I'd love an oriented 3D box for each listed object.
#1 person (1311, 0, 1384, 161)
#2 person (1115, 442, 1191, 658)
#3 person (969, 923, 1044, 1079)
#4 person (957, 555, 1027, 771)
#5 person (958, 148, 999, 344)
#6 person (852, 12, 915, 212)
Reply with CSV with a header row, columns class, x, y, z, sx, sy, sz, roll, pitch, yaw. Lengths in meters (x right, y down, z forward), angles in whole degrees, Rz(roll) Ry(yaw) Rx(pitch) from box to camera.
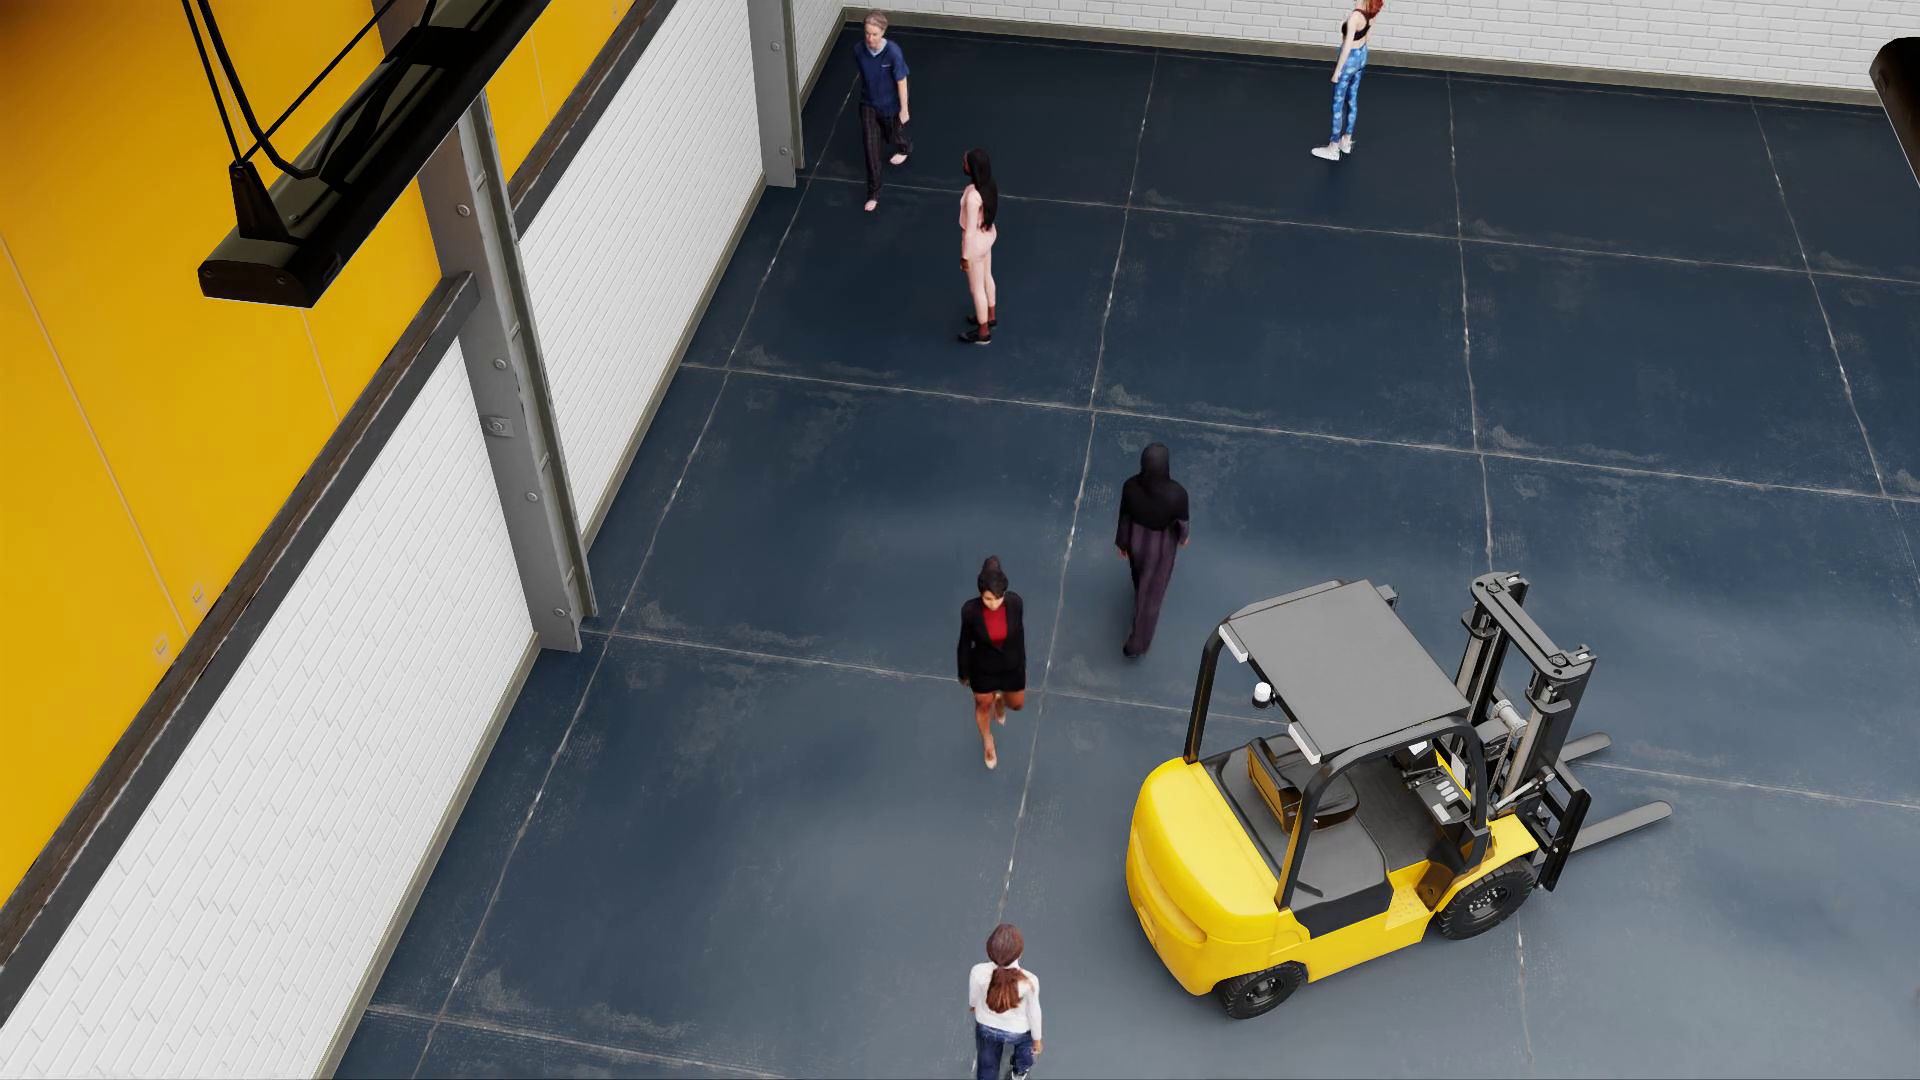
class,x,y,z,sx,sy,sz,roll,pitch,yaw
person,3.641,-4.395,15.449,0.680,1.784,0.754,-31,52,-28
person,1.237,0.055,10.905,0.803,1.608,1.180,18,47,18
person,0.202,2.515,8.374,0.546,1.536,0.787,6,44,6
person,0.197,0.737,10.172,0.706,1.632,0.772,-8,44,-8
person,0.150,-2.371,13.373,0.693,1.716,0.487,11,45,12
person,-0.685,-3.942,14.958,0.753,1.805,1.241,12,45,12
